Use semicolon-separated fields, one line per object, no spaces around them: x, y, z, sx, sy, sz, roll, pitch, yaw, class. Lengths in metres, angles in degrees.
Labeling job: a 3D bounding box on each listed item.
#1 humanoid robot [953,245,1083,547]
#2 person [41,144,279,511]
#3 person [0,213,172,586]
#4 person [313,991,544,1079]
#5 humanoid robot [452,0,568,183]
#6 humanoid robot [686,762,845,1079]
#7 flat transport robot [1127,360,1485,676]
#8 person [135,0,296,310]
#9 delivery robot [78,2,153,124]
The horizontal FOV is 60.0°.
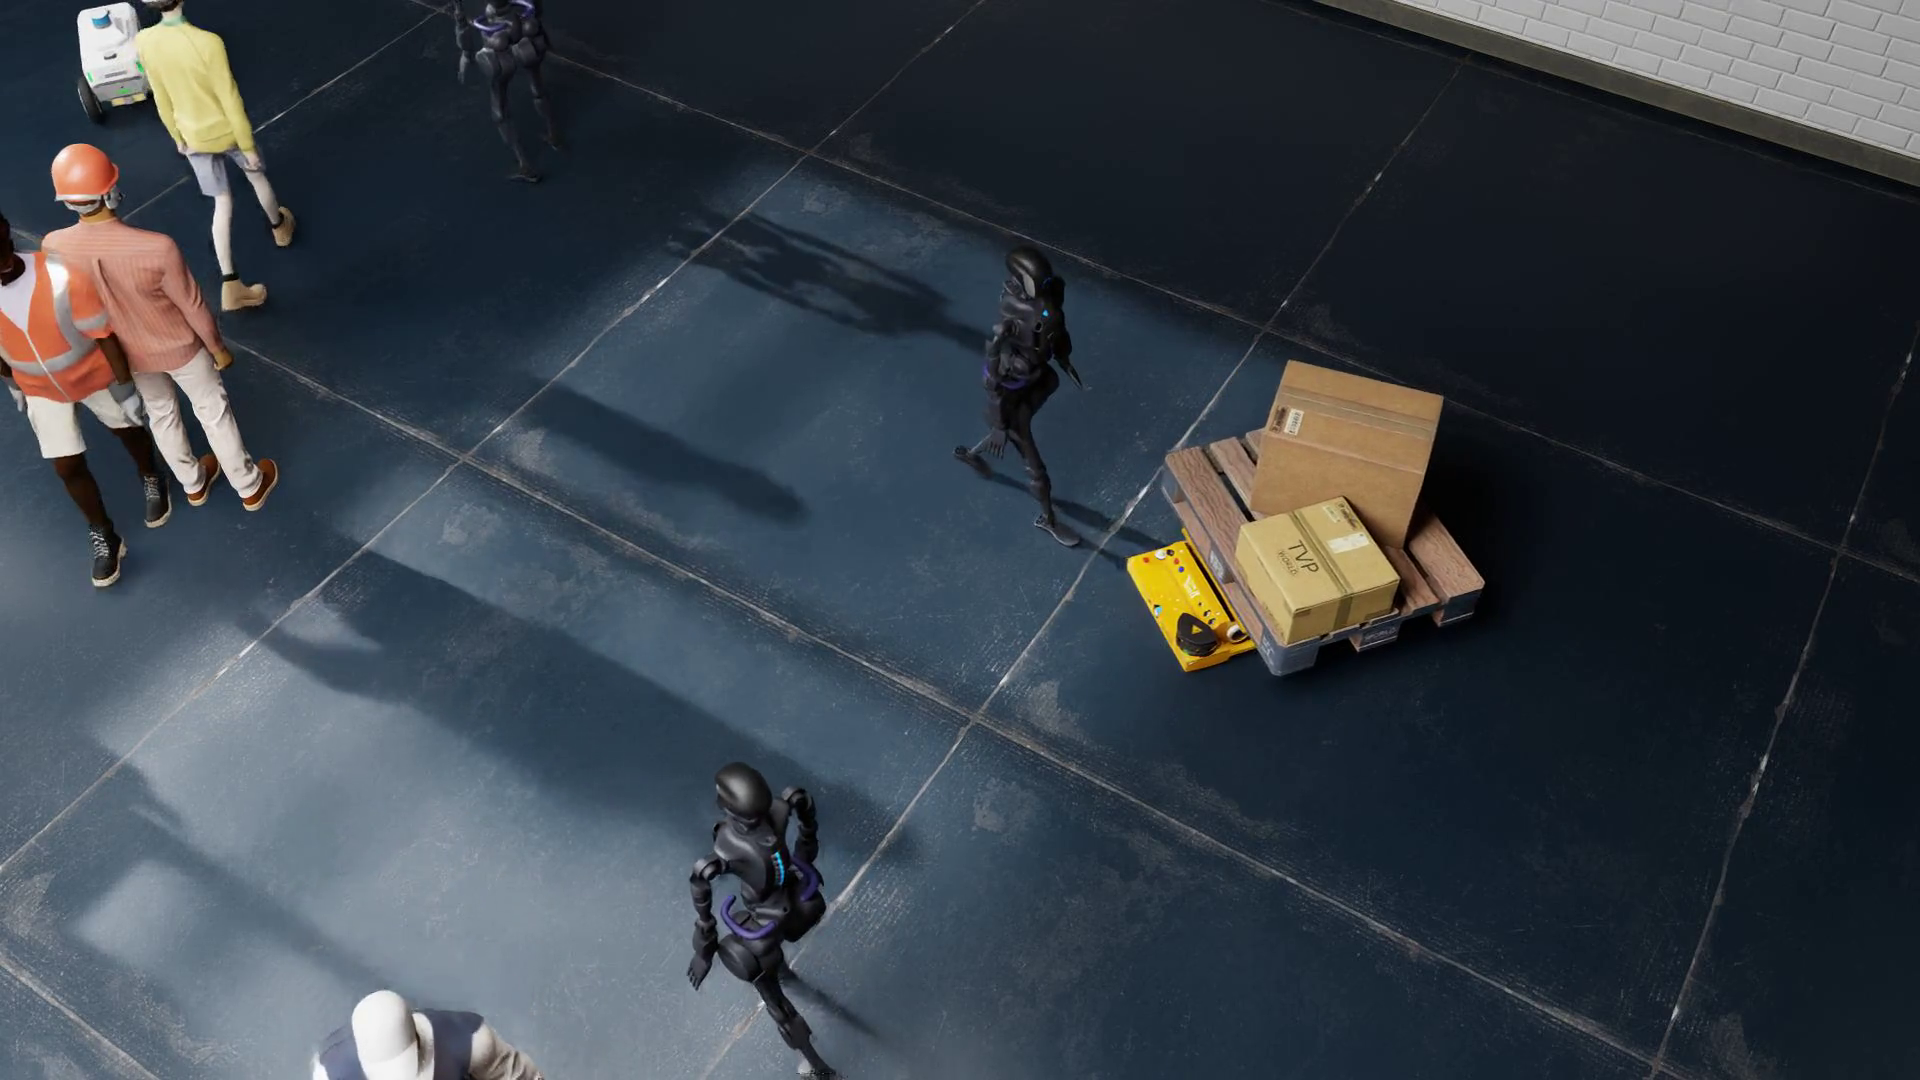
0.283;-0.717;7.556;0.821;1.636;0.603;30;55;24;humanoid robot
-3.592;-0.904;7.469;0.610;1.986;0.402;3;49;3;person
-3.898;-0.632;7.263;0.607;1.927;0.803;-12;50;-10;person
-1.665;1.808;5.261;0.730;1.734;0.767;-10;50;-9;person
-2.536;-2.800;9.327;0.401;1.639;0.593;34;57;26;humanoid robot
-0.660;1.323;5.764;0.749;1.647;0.603;36;58;27;humanoid robot
1.562;0.127;7.704;1.431;0.231;0.659;-15;51;-13;flat transport robot
-3.891;-2.097;8.604;0.494;1.839;0.949;1;49;1;person
-5.188;-2.962;10.209;0.524;0.587;0.737;-17;51;-14;delivery robot
